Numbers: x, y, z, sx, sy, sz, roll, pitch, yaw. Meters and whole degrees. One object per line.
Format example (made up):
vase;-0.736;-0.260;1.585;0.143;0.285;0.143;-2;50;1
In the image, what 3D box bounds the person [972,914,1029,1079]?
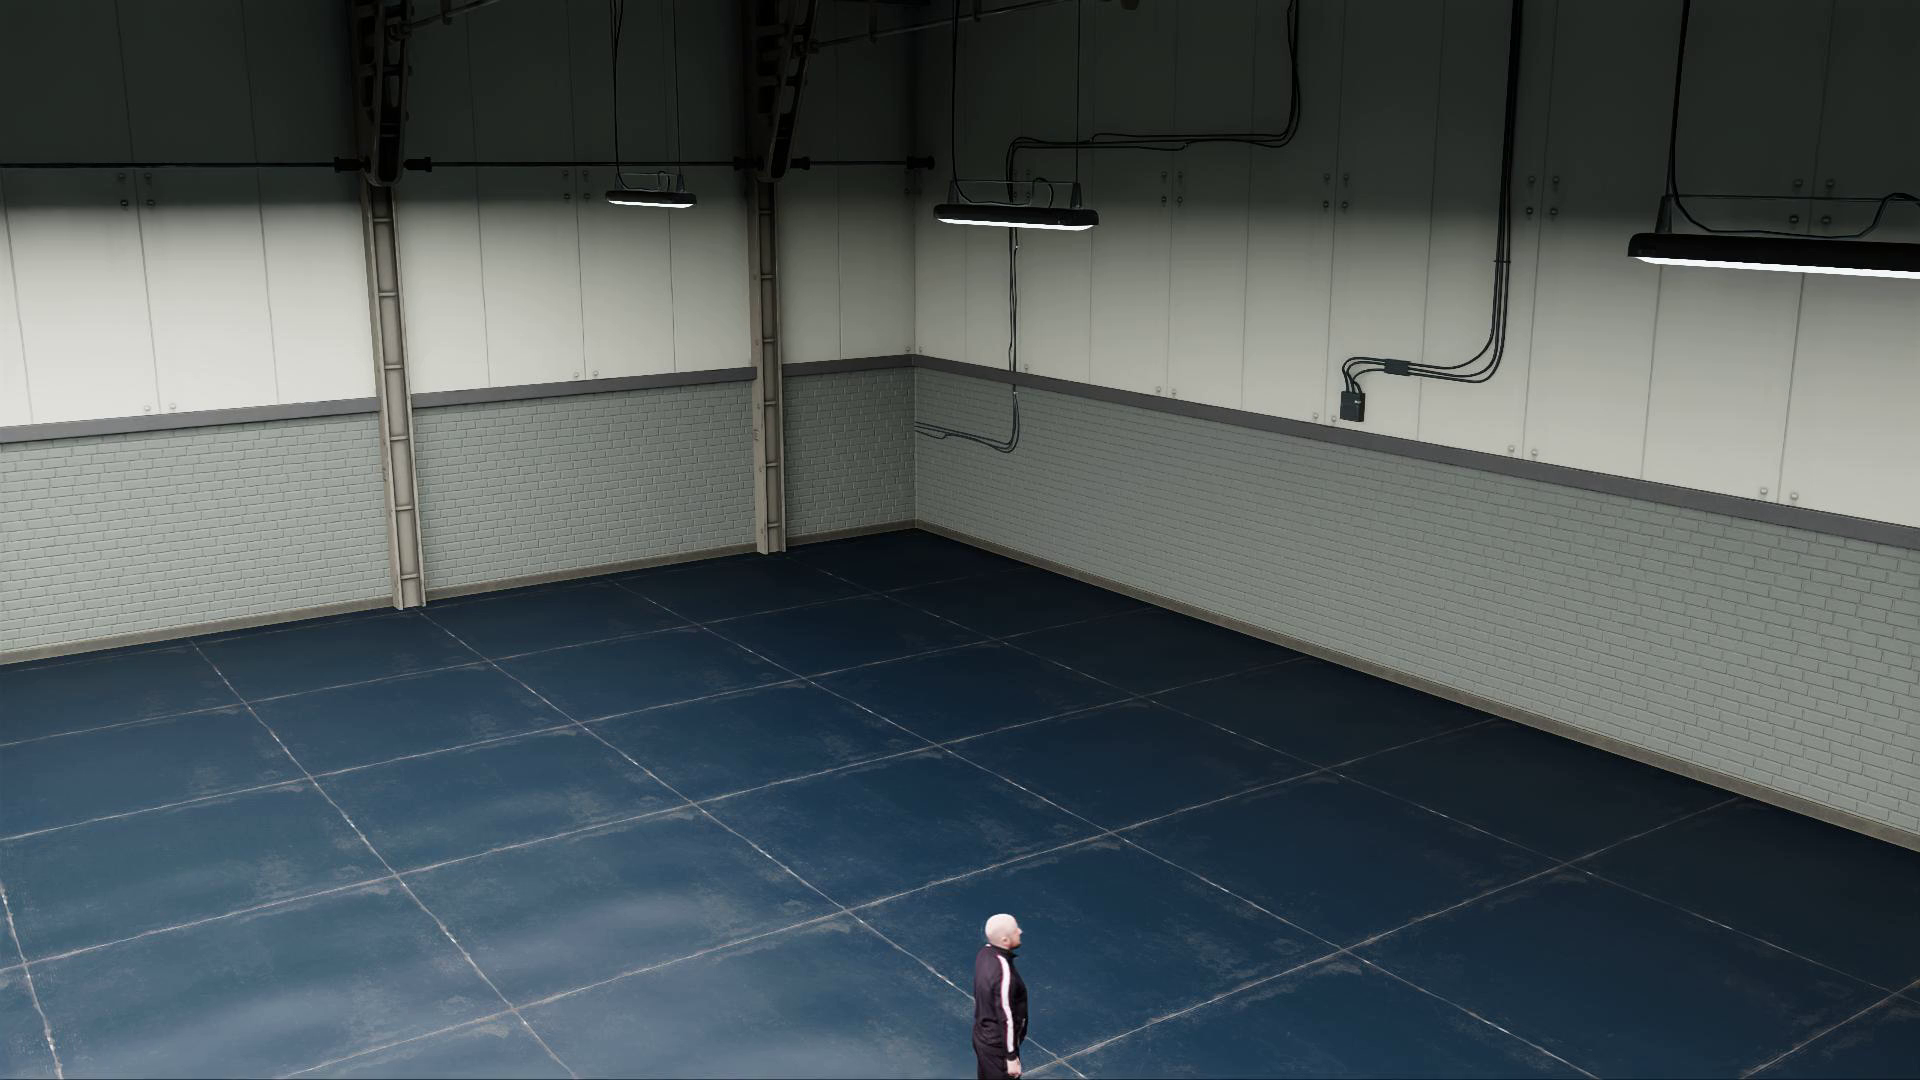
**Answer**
person;0.227;3.218;10.511;0.699;1.836;0.747;-4;14;-16
